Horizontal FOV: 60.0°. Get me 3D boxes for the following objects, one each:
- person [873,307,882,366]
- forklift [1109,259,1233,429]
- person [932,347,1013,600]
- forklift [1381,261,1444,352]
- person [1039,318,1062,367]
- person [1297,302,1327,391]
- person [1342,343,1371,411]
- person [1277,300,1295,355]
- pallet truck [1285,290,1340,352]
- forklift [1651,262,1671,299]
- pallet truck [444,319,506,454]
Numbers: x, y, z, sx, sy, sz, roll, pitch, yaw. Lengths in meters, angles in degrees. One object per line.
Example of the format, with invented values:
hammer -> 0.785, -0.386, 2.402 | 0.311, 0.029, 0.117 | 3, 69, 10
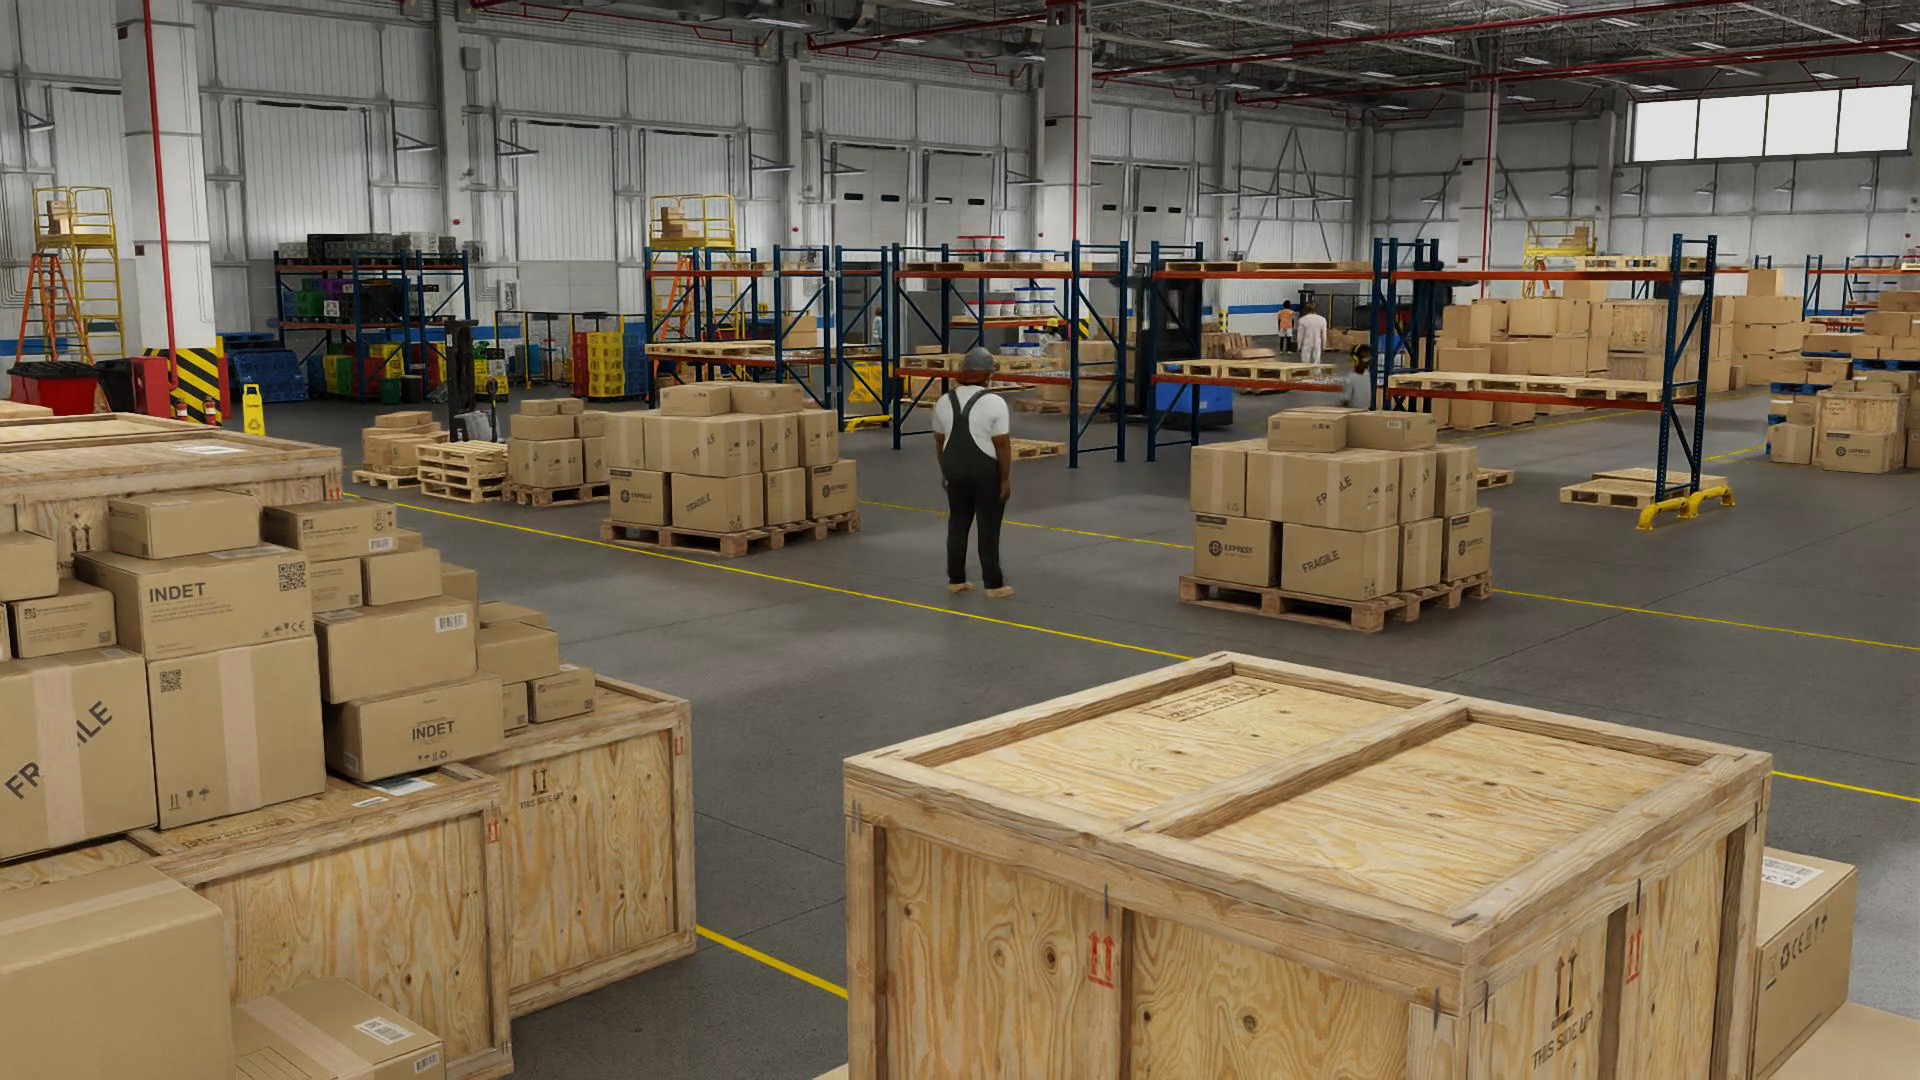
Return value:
person -> -2.172, -5.390, 44.416 | 0.313, 1.633, 0.517 | -1, 9, -6
forklift -> 3.595, -3.325, 27.933 | 1.129, 2.768, 1.873 | -8, 12, -40
person -> 0.154, -0.548, 13.470 | 0.688, 2.000, 0.536 | 6, 11, 33
forklift -> 11.093, -5.216, 39.526 | 1.873, 2.768, 1.129 | 8, 12, 39
person -> 1.733, -3.331, 31.481 | 0.488, 1.736, 0.321 | -5, 11, -28
person -> 7.669, -4.215, 36.270 | 0.635, 1.936, 0.356 | 0, 9, -1
person -> 4.362, -1.265, 18.467 | 0.713, 1.848, 0.523 | 8, 12, 39
person -> 10.048, -6.537, 51.244 | 0.530, 1.696, 0.322 | 5, 10, 28
pallet truck -> 11.297, -6.951, 52.861 | 1.885, 1.965, 0.823 | -5, 11, -29
forklift -> 19.014, -6.150, 45.251 | 1.873, 2.768, 1.129 | 3, 10, 15
pallet truck -> -6.981, -1.942, 22.150 | 1.885, 1.965, 0.823 | 1, 9, 9
